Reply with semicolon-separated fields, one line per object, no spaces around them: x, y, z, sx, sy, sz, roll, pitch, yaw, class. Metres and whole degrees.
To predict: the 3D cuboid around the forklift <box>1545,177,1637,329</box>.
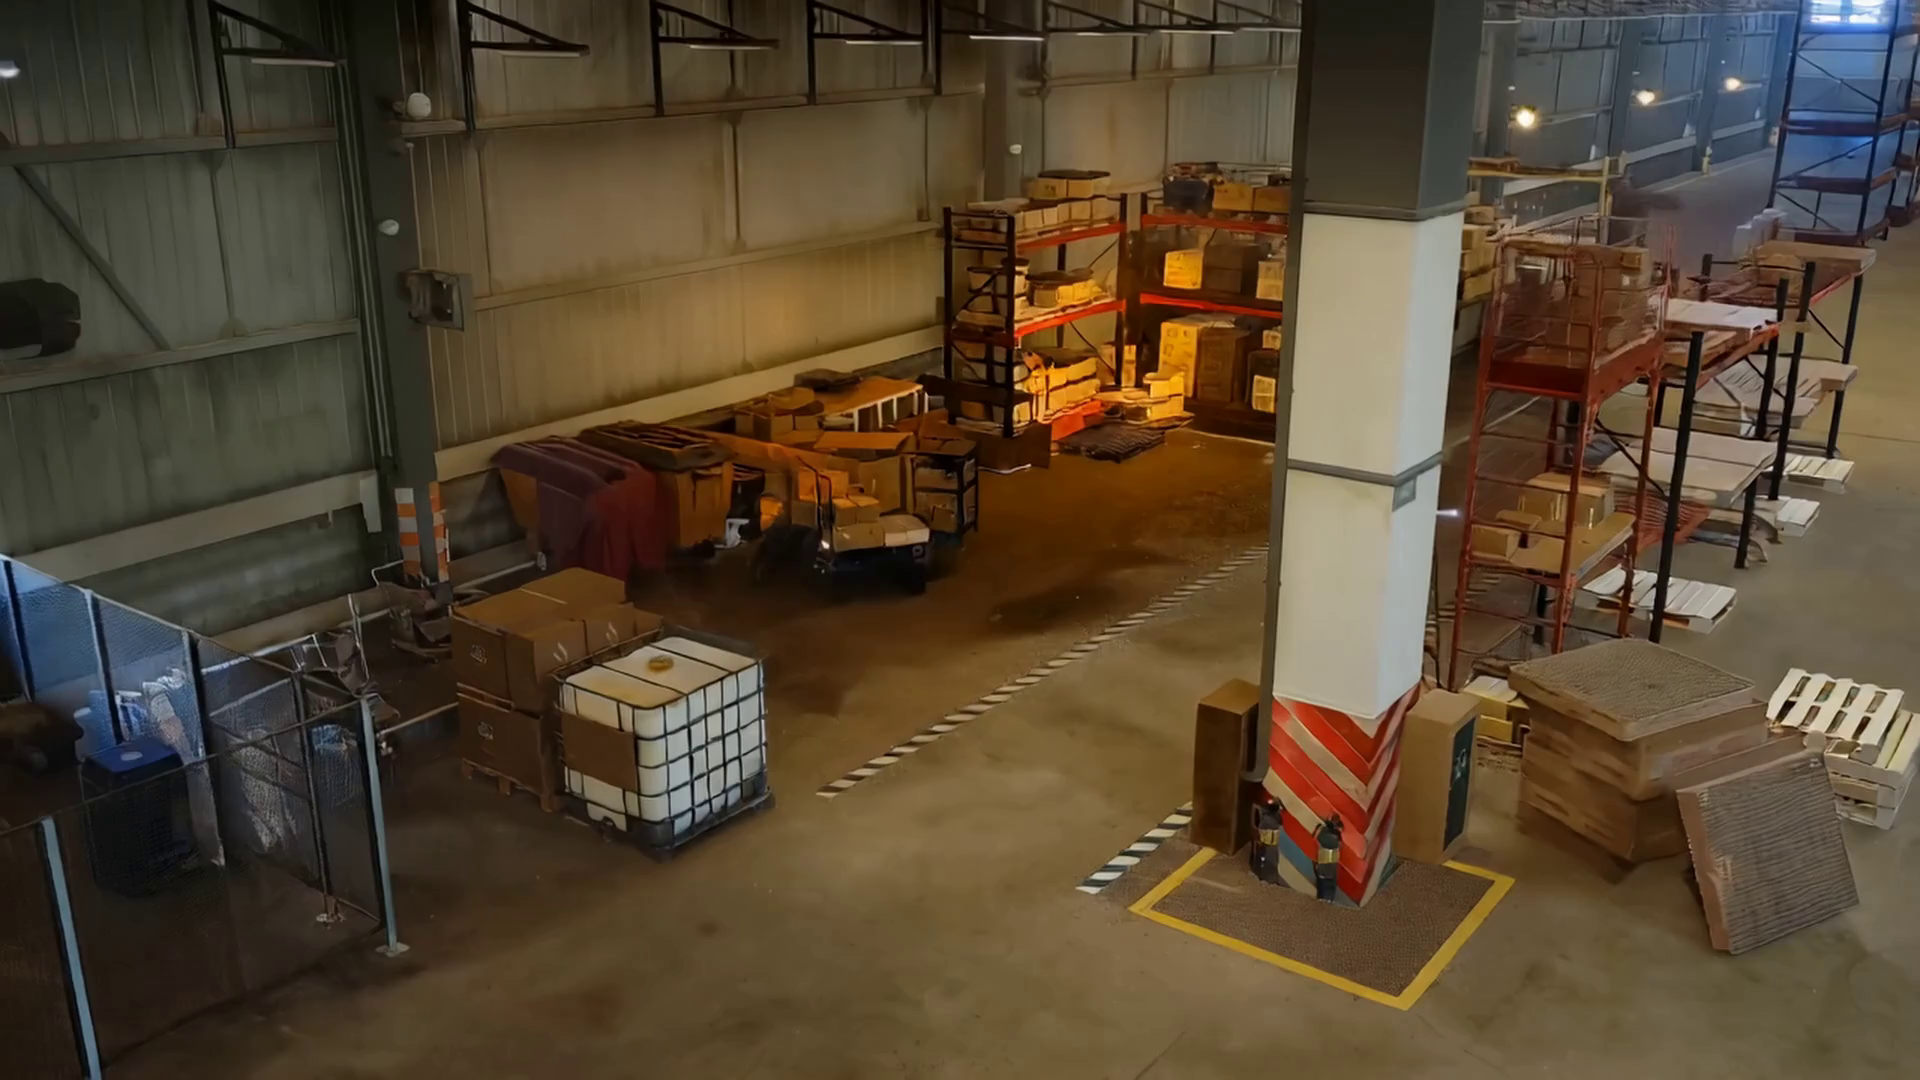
10.849;-4.573;27.616;1.873;2.768;1.129;5;19;16;forklift
